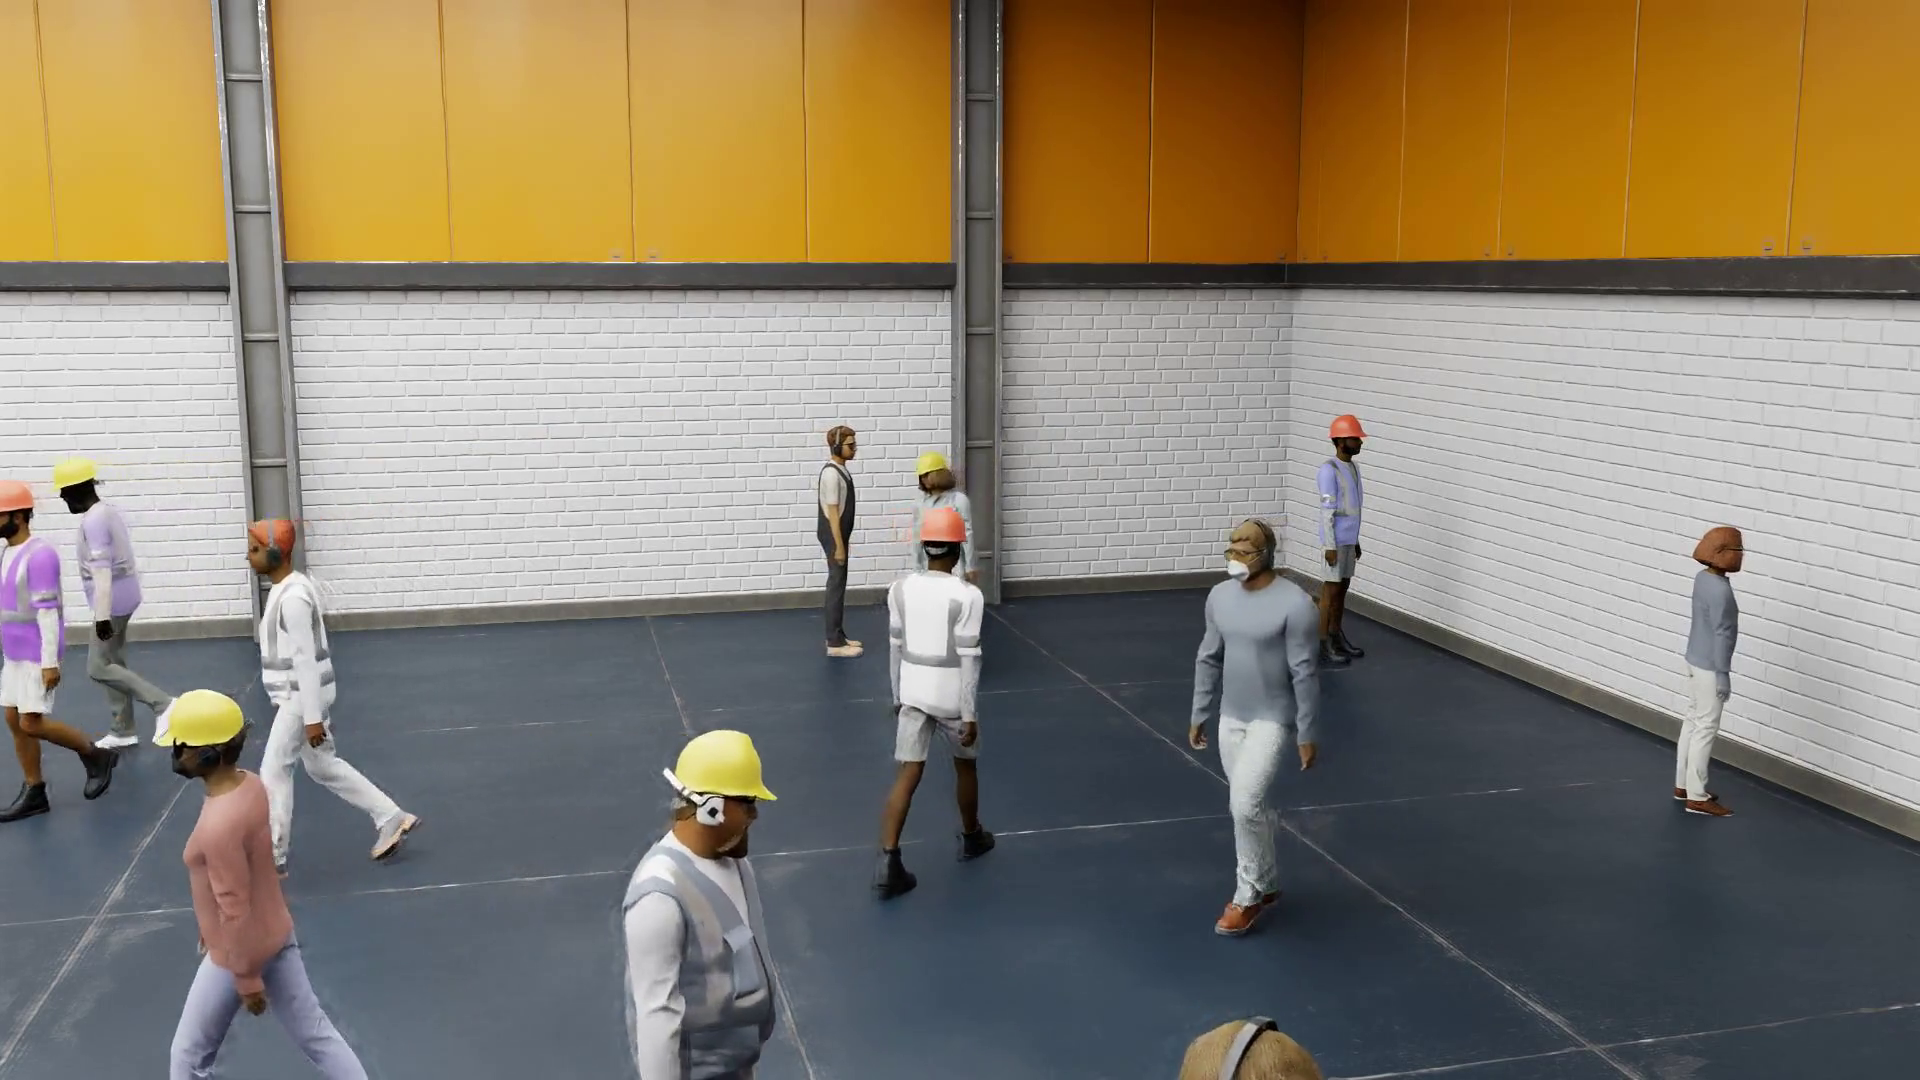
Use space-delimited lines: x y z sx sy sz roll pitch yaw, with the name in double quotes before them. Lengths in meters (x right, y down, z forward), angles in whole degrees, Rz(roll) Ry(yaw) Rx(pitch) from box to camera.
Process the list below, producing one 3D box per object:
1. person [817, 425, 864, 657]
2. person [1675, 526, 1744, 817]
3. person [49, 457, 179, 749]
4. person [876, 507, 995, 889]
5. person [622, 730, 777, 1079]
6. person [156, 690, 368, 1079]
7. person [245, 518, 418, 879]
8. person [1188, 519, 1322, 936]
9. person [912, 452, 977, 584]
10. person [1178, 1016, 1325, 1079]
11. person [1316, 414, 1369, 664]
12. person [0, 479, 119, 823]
"person" -0.951 0.009 13.214 0.362 1.844 0.514 0 9 0
"person" 4.241 0.726 9.381 0.273 1.631 0.505 2 9 11
"person" -5.367 0.411 10.545 0.622 1.887 0.632 -4 10 -21
"person" -0.141 0.778 8.307 0.547 1.887 0.995 4 10 26
"person" -0.819 1.408 4.636 0.721 1.796 0.590 2 9 14
"person" -2.345 1.317 5.449 0.948 1.716 0.533 -1 9 -7
"person" -3.240 0.788 8.374 0.880 1.853 0.606 -3 10 -20
"person" 1.287 0.859 7.661 0.678 1.914 0.650 -6 11 -35
"person" -0.133 0.202 12.353 0.518 1.718 0.378 5 10 29
"person" 0.446 1.667 2.671 0.843 1.906 0.651 8 12 39
"person" 2.998 -0.014 13.036 0.347 1.943 0.545 6 11 35
"person" -5.120 0.604 9.253 0.559 1.918 0.551 7 11 36
